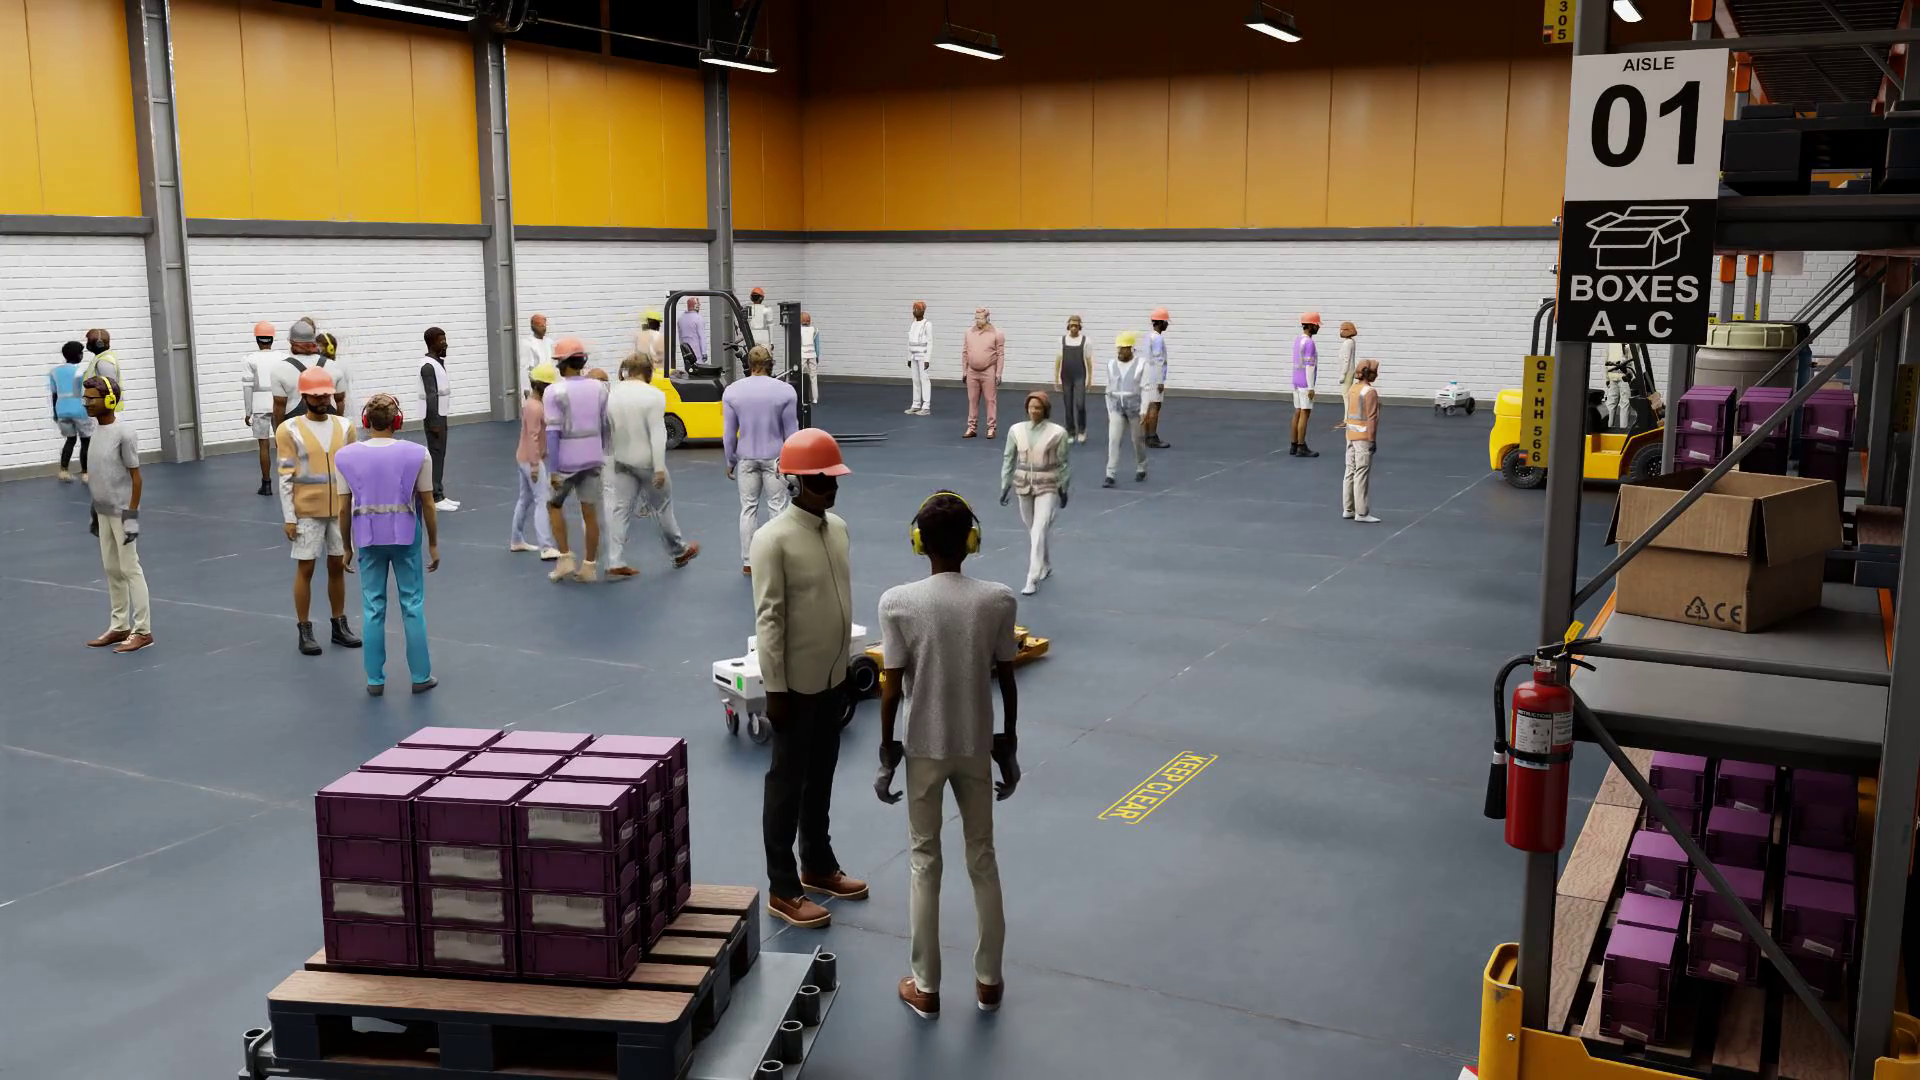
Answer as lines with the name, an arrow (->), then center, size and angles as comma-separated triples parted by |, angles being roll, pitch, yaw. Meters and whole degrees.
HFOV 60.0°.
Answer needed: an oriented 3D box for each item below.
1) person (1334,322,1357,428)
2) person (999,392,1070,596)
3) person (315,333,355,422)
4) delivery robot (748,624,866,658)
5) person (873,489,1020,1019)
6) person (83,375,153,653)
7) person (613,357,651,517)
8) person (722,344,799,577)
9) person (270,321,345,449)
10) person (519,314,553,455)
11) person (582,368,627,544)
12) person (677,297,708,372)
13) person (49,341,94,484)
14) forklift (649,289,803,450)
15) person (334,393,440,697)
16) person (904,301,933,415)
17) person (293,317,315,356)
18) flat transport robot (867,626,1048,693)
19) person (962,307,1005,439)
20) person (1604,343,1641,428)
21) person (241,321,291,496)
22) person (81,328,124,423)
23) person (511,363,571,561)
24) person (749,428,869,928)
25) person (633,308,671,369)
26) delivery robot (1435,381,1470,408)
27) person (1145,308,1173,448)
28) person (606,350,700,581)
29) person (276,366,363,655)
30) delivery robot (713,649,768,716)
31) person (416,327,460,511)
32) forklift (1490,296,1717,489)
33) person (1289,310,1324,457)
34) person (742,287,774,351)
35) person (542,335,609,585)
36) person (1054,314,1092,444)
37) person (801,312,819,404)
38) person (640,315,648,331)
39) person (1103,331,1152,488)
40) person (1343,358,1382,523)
person -> 5.952, -2.544, 25.626 | 0.281, 1.636, 0.498 | 4, 11, 22
person -> 0.620, -0.404, 13.370 | 0.520, 1.594, 0.871 | 4, 11, 23
person -> -6.845, -1.322, 18.030 | 0.978, 1.814, 0.532 | -7, 12, -34
delivery robot -> -0.915, 0.653, 9.979 | 0.707, 0.478, 0.477 | -9, 13, -41
person -> -0.045, 0.755, 5.867 | 0.528, 1.865, 0.313 | -2, 10, -13
person -> -5.719, -0.172, 11.229 | 0.521, 1.869, 0.328 | 6, 12, 33
person -> -3.354, -1.054, 17.002 | 0.500, 1.636, 0.285 | 5, 11, 25
person -> -1.647, -0.653, 13.816 | 0.630, 1.935, 0.366 | 1, 10, 3
person -> -6.298, -1.088, 16.028 | 0.682, 2.000, 0.537 | -8, 13, -40
person -> -5.562, -2.039, 21.992 | 0.337, 1.879, 0.584 | 5, 11, 28
person -> -3.338, -0.769, 15.360 | 0.501, 1.631, 0.287 | 2, 10, 11
person -> -4.693, -3.341, 29.461 | 0.642, 1.908, 0.407 | 8, 12, 38
person -> -10.254, -1.480, 19.348 | 0.565, 1.678, 0.420 | 2, 10, 12
forklift -> -3.358, -2.392, 23.136 | 2.313, 2.155, 1.214 | -1, 10, -5
person -> -3.458, 0.036, 10.081 | 0.570, 1.845, 0.380 | -2, 10, -12
person -> -0.679, -3.016, 27.646 | 0.355, 1.885, 0.574 | -8, 12, -37
person -> -8.258, -1.903, 21.211 | 0.646, 1.874, 0.989 | 4, 11, 23
flat transport robot -> -0.074, 0.723, 10.664 | 0.652, 0.197, 1.431 | 6, 12, 33
person -> 0.315, -2.416, 24.128 | 0.639, 1.902, 0.407 | 4, 11, 21
person -> 9.512, -2.331, 23.835 | 0.404, 1.827, 0.600 | -5, 11, -26
person -> -7.684, -1.464, 18.502 | 0.548, 1.937, 0.379 | -6, 12, -32
person -> -9.678, -1.467, 18.799 | 0.429, 1.845, 0.627 | -5, 11, -28
person -> -3.739, -0.691, 14.676 | 0.477, 1.729, 0.699 | -3, 10, -17
person -> -0.604, 0.540, 6.735 | 0.377, 1.995, 0.608 | 5, 11, 26
person -> -4.384, -2.394, 24.056 | 0.598, 1.881, 0.937 | 9, 13, 41
delivery robot -> 8.208, -2.407, 27.690 | 0.477, 0.478, 0.707 | 8, 13, 39
person -> 2.739, -2.239, 23.000 | 0.370, 1.933, 0.553 | -1, 10, -8
person -> -2.623, -0.632, 13.860 | 0.637, 1.874, 1.053 | 5, 11, 29
person -> -4.289, -0.205, 11.212 | 0.379, 1.938, 0.547 | 9, 14, 43
delivery robot -> -1.022, 0.762, 9.346 | 0.707, 0.478, 0.477 | -7, 12, -35
person -> -5.490, -1.267, 17.418 | 0.381, 1.918, 0.596 | -2, 10, -11
forklift -> 7.296, -1.677, 18.993 | 2.313, 2.155, 1.214 | 5, 11, 27
person -> 4.592, -2.066, 21.990 | 0.374, 1.935, 0.552 | -1, 10, -6
person -> -3.848, -3.797, 31.735 | 0.605, 2.033, 0.392 | 0, 10, 0
person -> -3.144, -0.643, 13.494 | 0.611, 2.023, 0.559 | -9, 13, -43
person -> 1.575, -2.242, 23.345 | 0.508, 1.828, 0.560 | 2, 10, 14
person -> -2.737, -3.221, 29.533 | 0.515, 1.641, 0.314 | -4, 11, -24
person -> -4.644, -2.499, 24.983 | 0.309, 1.772, 0.525 | -7, 12, -34
person -> 1.950, -1.524, 19.286 | 0.584, 1.793, 0.923 | 4, 11, 24
person -> 4.026, -0.998, 16.671 | 0.314, 1.638, 0.515 | -2, 10, -12
